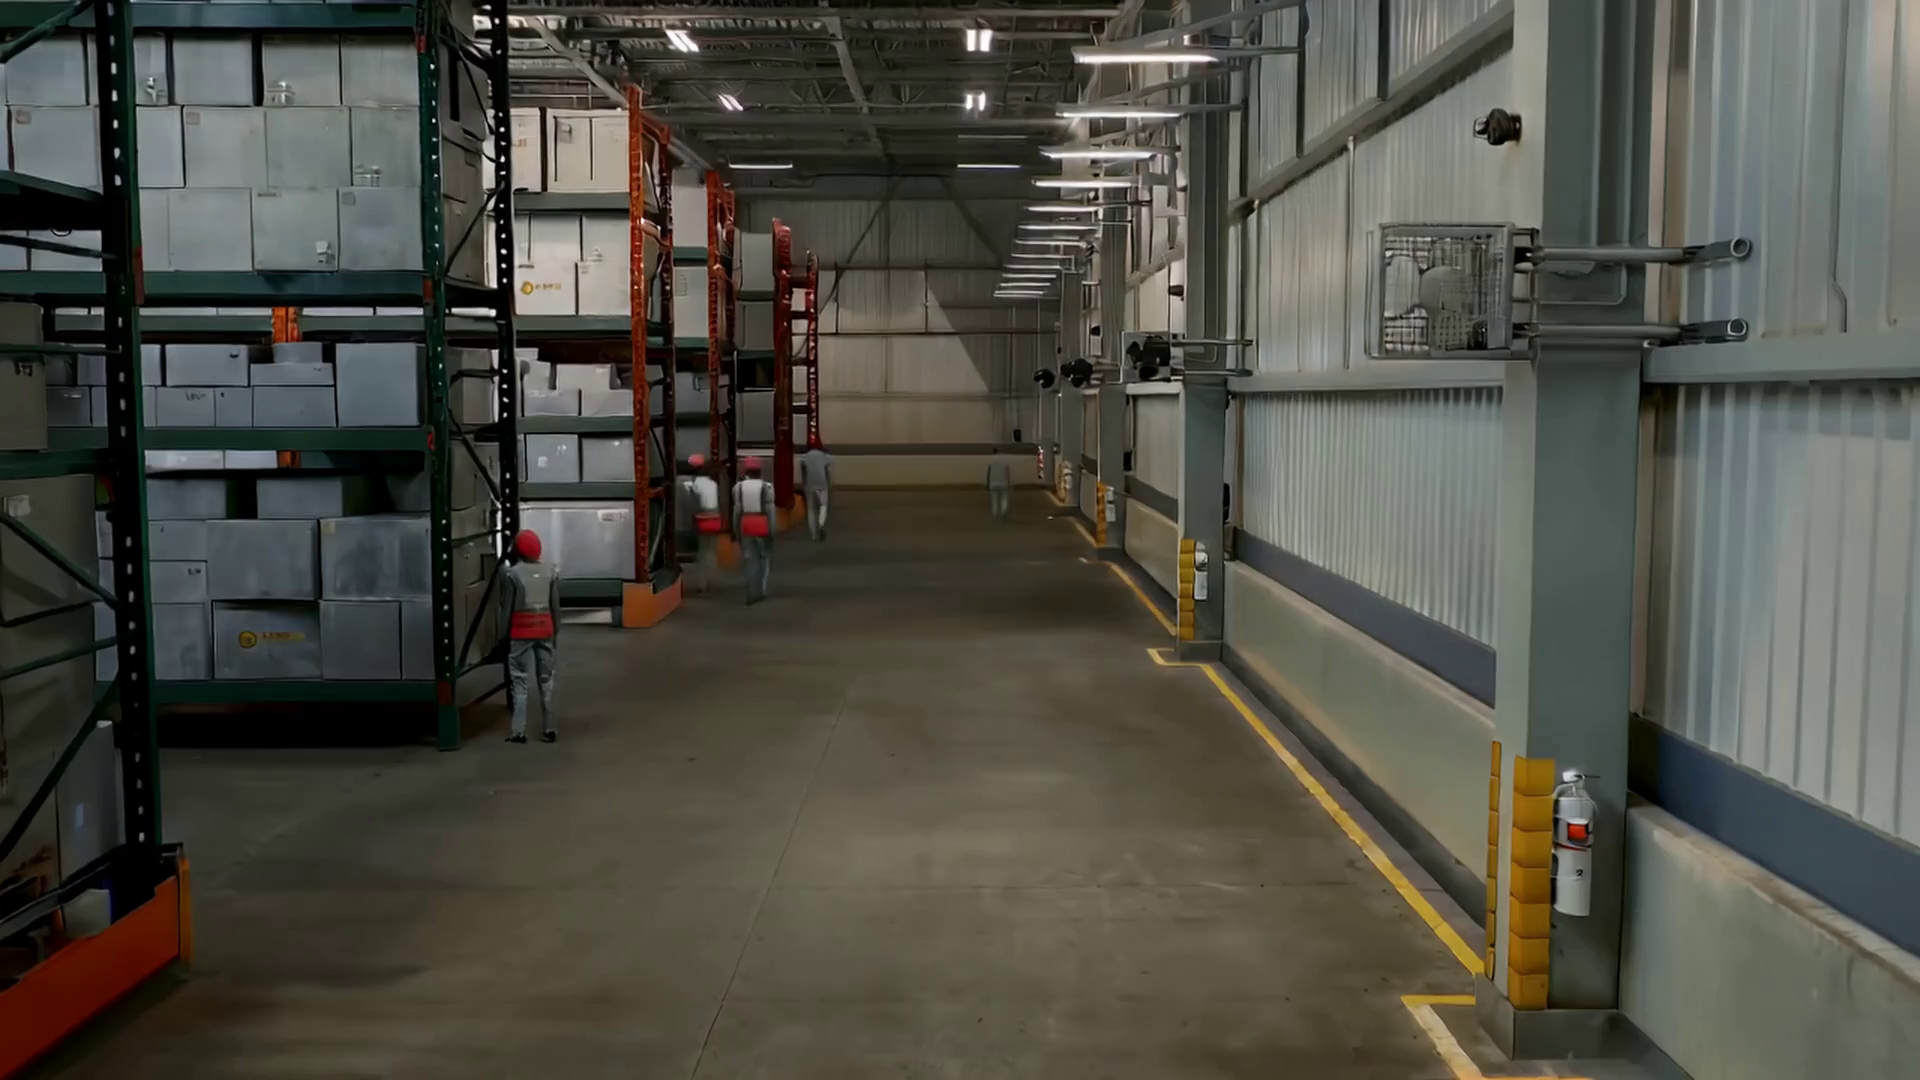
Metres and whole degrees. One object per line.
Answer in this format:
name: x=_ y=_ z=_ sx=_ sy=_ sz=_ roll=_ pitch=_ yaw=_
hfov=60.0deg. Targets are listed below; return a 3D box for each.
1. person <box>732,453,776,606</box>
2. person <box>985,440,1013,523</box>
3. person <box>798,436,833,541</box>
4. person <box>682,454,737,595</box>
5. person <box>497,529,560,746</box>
person: x=-2.590 y=-0.128 z=20.939 sx=0.567 sy=1.916 sz=0.436 roll=1 pitch=5 yaw=7
person: x=0.808 y=-1.203 z=34.493 sx=0.574 sy=1.736 sz=0.475 roll=0 pitch=5 yaw=-2
person: x=-2.614 y=-0.916 z=30.074 sx=0.626 sy=1.925 sz=0.676 roll=0 pitch=5 yaw=-1
person: x=-3.250 y=-0.178 z=21.733 sx=0.849 sy=1.890 sz=0.585 roll=3 pitch=6 yaw=33
person: x=-3.244 y=0.736 z=12.546 sx=0.518 sy=1.632 sz=0.315 roll=-5 pitch=7 yaw=-43
